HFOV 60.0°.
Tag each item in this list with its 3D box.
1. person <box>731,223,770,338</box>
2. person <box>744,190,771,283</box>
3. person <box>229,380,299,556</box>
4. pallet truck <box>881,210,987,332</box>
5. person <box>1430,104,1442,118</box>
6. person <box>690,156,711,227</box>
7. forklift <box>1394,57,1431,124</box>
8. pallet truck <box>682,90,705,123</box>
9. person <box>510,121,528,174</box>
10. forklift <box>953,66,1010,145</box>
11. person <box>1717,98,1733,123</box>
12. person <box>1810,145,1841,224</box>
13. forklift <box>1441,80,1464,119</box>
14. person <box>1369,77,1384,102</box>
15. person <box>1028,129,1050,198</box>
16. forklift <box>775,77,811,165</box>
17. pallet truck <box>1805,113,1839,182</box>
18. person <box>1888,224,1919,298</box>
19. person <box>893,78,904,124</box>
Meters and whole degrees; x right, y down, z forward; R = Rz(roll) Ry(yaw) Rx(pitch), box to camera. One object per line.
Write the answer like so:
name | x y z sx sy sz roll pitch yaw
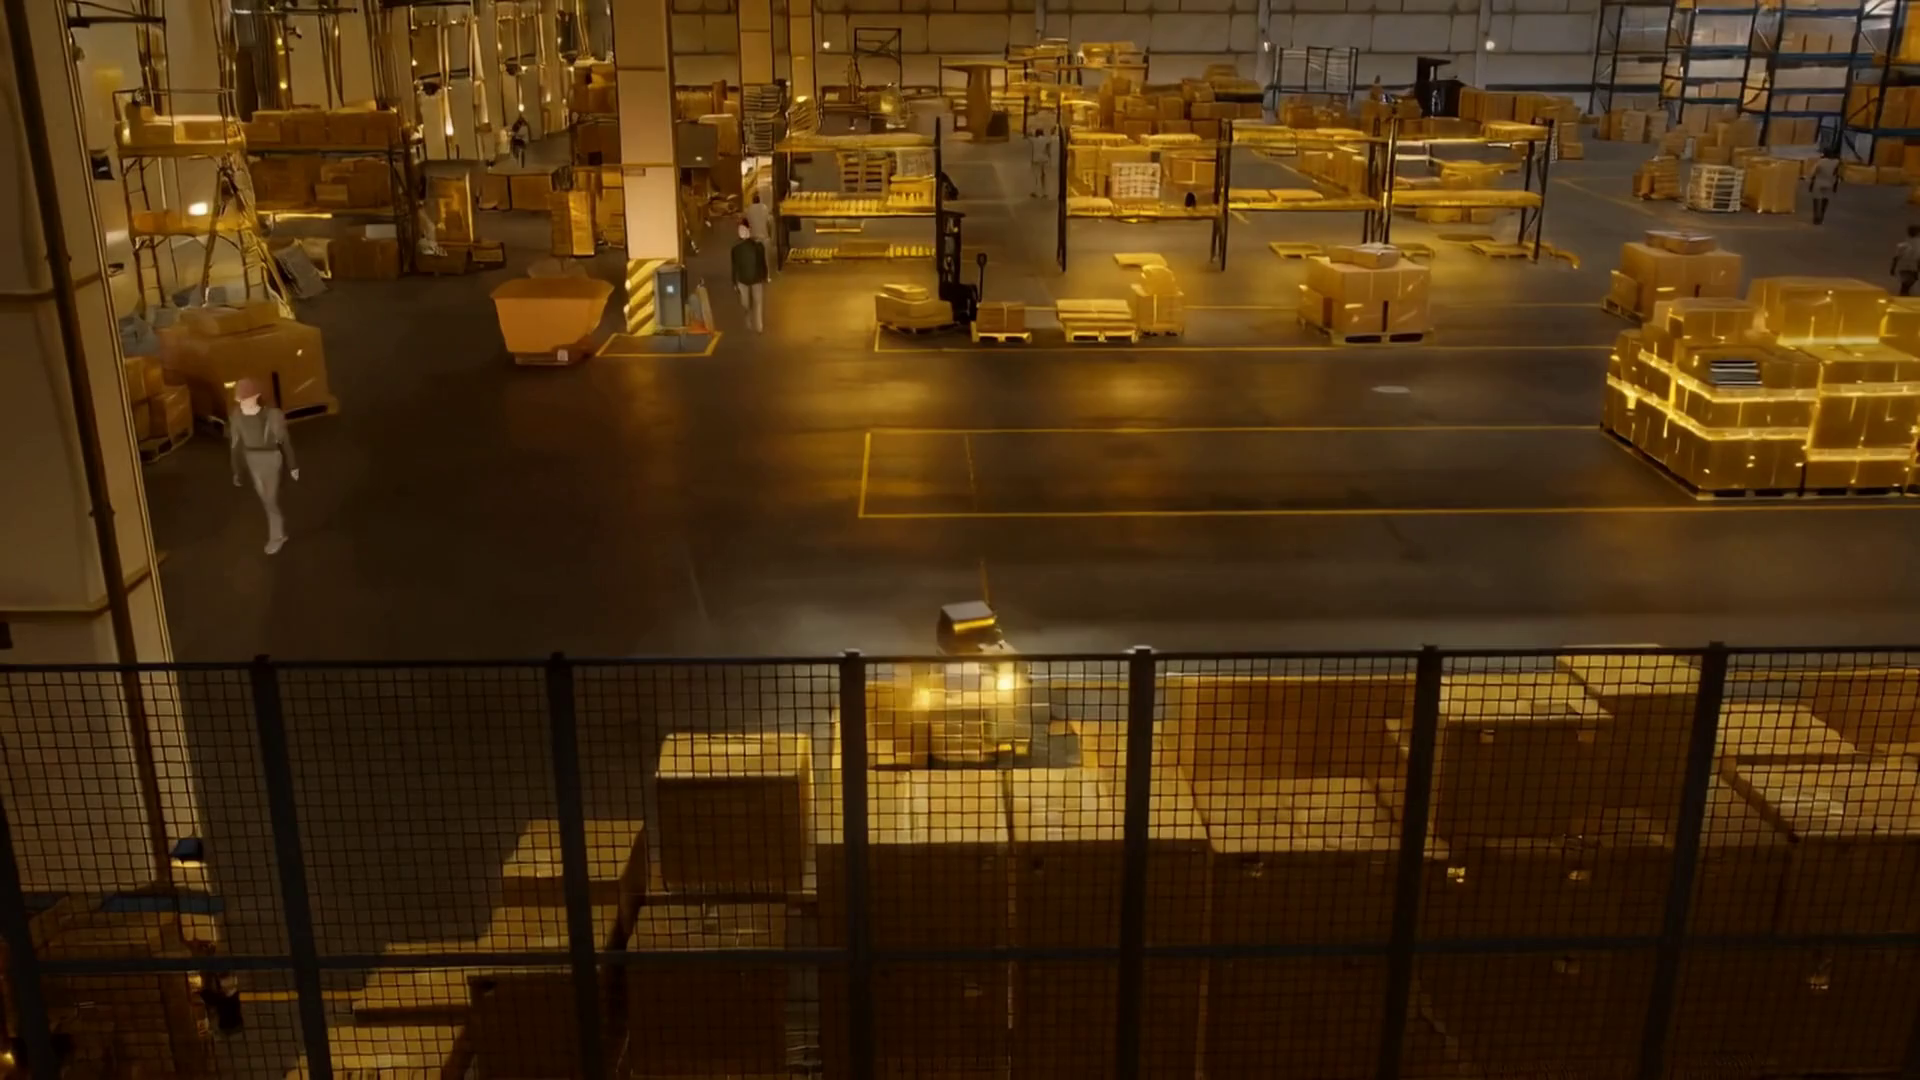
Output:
person | -3.603 -4.464 28.529 0.643 1.962 0.614 -4 19 -12
person | -4.098 -6.135 33.638 0.519 1.865 0.328 0 19 -1
person | -7.439 -0.771 17.680 0.635 1.888 0.828 2 19 5
pallet truck | -0.493 -4.759 29.349 1.885 1.965 0.823 -13 23 -34
person | 15.812 -13.450 55.146 0.611 1.988 0.391 0 19 -1
person | -6.437 -8.647 41.284 0.485 1.738 0.307 0 19 -1
forklift | 19.057 -18.498 68.748 1.873 2.768 1.129 -1 19 -1
pallet truck | -9.671 -15.907 62.421 0.823 1.965 1.885 5 19 15
person | -13.980 -12.453 52.775 0.524 1.611 0.754 -4 19 -10
forklift | 0.839 -16.244 62.059 1.873 2.768 1.129 -10 21 -27
person | 27.348 -14.830 59.430 0.891 1.877 0.655 -7 20 -20
person | 21.708 -8.917 41.756 0.628 1.945 0.425 6 20 18
forklift | 15.644 -13.239 53.146 1.873 2.768 1.129 -1 19 -1
person | 17.783 -18.819 71.157 0.627 1.936 0.372 0 19 -1
person | 2.220 -10.665 47.085 0.650 1.887 0.848 -4 19 -12
forklift | -5.920 -13.893 55.085 1.873 2.768 1.129 -1 19 -1
pallet truck | 26.403 -11.957 50.702 0.823 1.965 1.885 6 19 16
person | 17.314 -4.967 30.470 0.546 1.647 0.881 -1 19 -2
person | -2.608 -18.601 70.548 0.624 1.915 0.565 -8 20 -23
